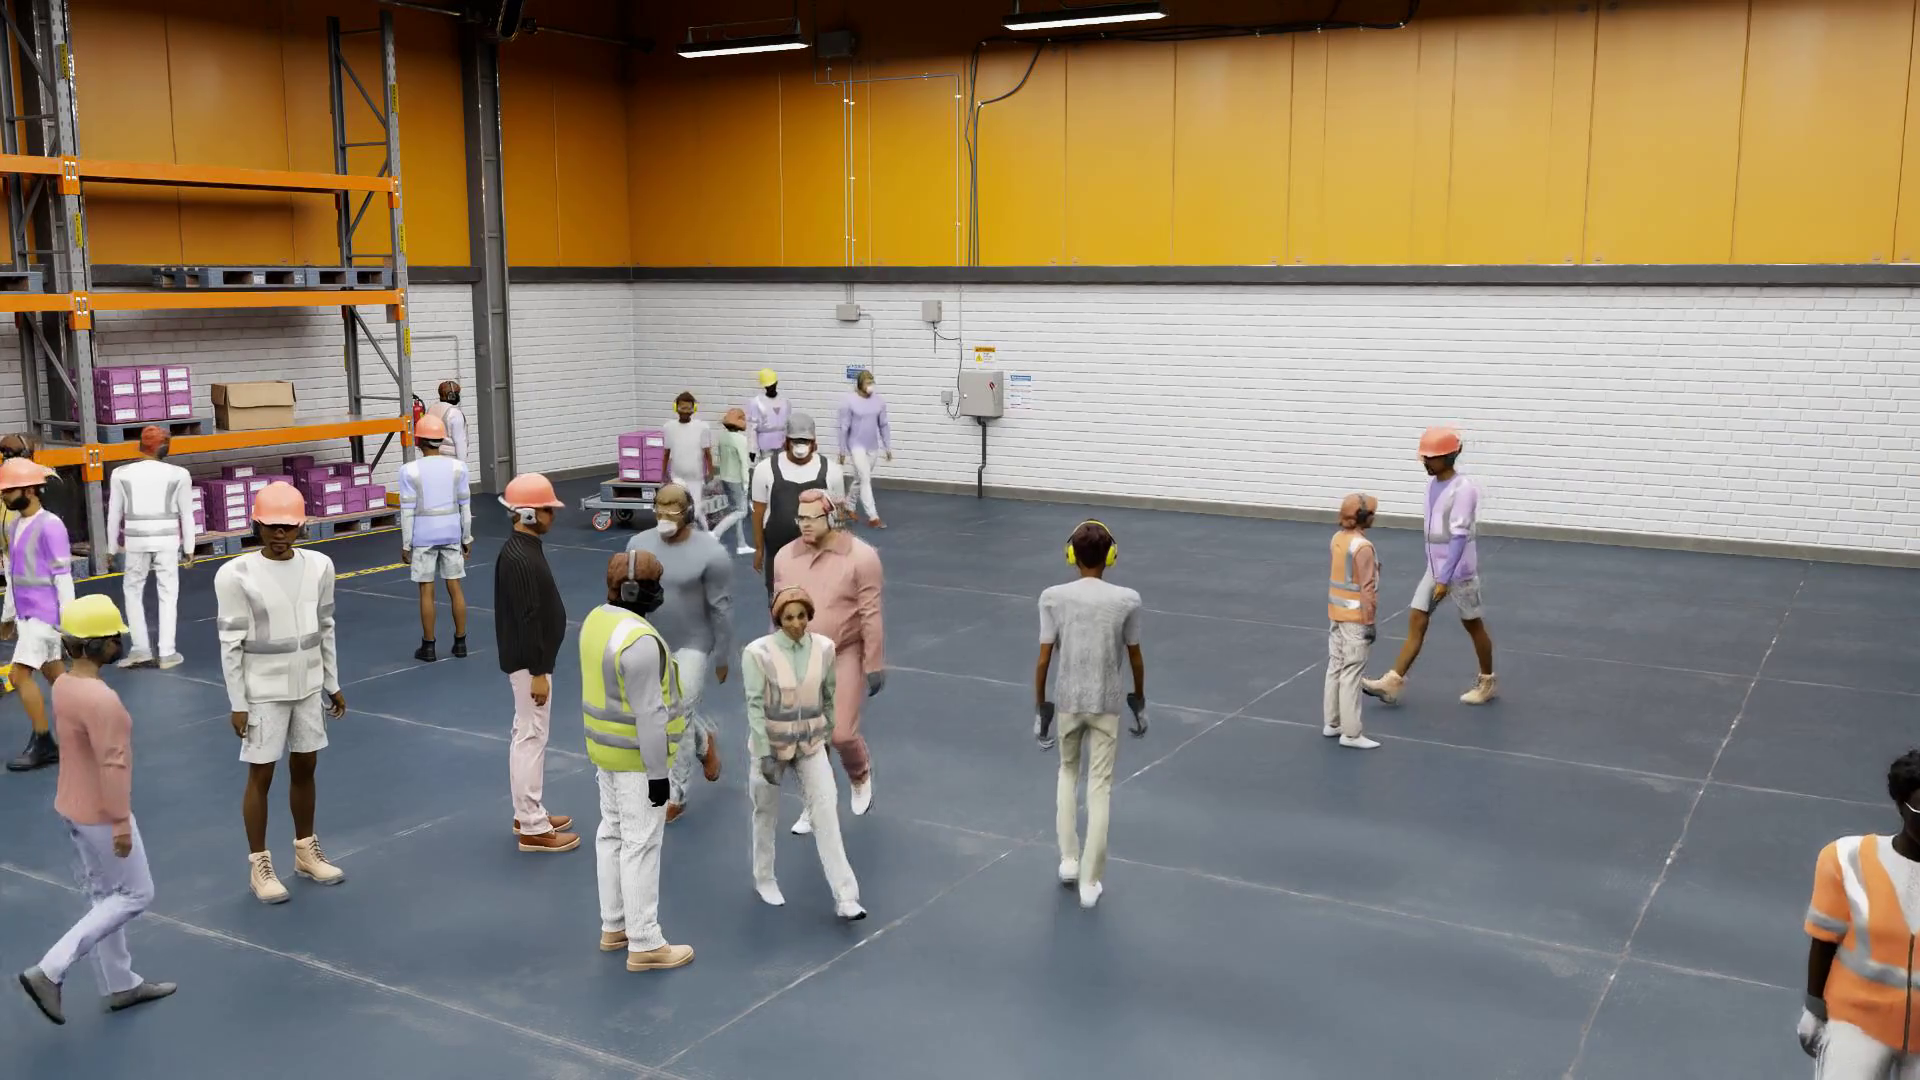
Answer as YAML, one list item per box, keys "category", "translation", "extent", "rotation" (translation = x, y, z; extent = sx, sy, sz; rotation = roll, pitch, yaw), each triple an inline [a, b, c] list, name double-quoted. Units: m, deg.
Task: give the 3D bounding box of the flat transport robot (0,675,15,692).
- category: "flat transport robot"
  translation: [-7.121, 1.065, 11.478]
  extent: [0.652, 0.197, 1.431]
  rotation: [-1, 9, -4]

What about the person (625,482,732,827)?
- category: "person"
  translation: [-1.533, 0.596, 9.334]
  extent: [0.654, 1.910, 0.794]
  rotation: [4, 10, 23]

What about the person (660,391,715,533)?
- category: "person"
  translation: [-2.851, -0.659, 17.420]
  extent: [0.577, 1.833, 0.807]
  rotation: [0, 9, -2]

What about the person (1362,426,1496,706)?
- category: "person"
  translation: [3.333, 0.202, 11.548]
  extent: [1.076, 1.971, 0.640]
  rotation: [-2, 9, -15]

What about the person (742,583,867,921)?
- category: "person"
  translation: [-0.753, 1.004, 7.759]
  extent: [0.500, 1.595, 0.843]
  rotation: [-5, 10, -29]

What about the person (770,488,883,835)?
- category: "person"
  translation: [-0.735, 0.653, 9.011]
  extent: [0.671, 1.889, 0.465]
  rotation: [4, 10, 22]

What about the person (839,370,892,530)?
- category: "person"
  translation: [-1.173, -1.103, 20.012]
  extent: [0.652, 1.892, 1.043]
  rotation: [-7, 12, -38]

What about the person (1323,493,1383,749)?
- category: "person"
  translation: [2.521, 0.512, 10.681]
  extent: [0.310, 1.636, 0.522]
  rotation: [-2, 9, -11]

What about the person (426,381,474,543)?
- category: "person"
  translation: [-5.741, -0.874, 18.744]
  extent: [0.619, 1.836, 0.431]
  rotation: [7, 12, 39]

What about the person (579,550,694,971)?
- category: "person"
  translation: [-1.419, 0.952, 7.303]
  extent: [0.429, 1.840, 0.634]
  rotation: [-6, 11, -33]

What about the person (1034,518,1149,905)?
- category: "person"
  translation: [0.651, 0.819, 8.117]
  extent: [0.526, 1.849, 0.623]
  rotation: [2, 9, 12]

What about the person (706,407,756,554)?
- category: "person"
  translation: [-2.466, -0.618, 17.802]
  extent: [0.635, 1.608, 0.518]
  rotation: [-8, 12, -40]

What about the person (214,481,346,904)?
- category: "person"
  translation: [-3.276, 0.725, 8.106]
  extent: [0.395, 2.039, 0.607]
  rotation: [7, 11, 37]

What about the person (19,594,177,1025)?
- category: "person"
  translation: [-3.504, 1.091, 6.682]
  extent: [0.541, 1.750, 0.529]
  rotation: [9, 13, 43]

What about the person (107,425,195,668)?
- category: "person"
  translation: [-6.211, 0.057, 12.787]
  extent: [0.626, 1.869, 0.433]
  rotation: [-3, 10, -18]

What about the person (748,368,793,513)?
- category: "person"
  translation: [-2.348, -1.180, 20.458]
  extent: [0.613, 1.892, 0.680]
  rotation: [-7, 12, -39]

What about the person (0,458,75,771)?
- category: "person"
  translation: [-5.711, 0.454, 10.164]
  extent: [0.560, 1.911, 0.657]
  rotation: [9, 13, 43]

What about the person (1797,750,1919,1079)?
- category: "person"
  translation: [2.740, 1.421, 4.830]
  extent: [0.545, 1.683, 0.367]
  rotation: [4, 10, 23]

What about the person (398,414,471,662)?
- category: "person"
  translation: [-4.115, -0.016, 13.043]
  extent: [0.551, 1.936, 0.356]
  rotation: [-6, 11, -33]

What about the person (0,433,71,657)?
- category: "person"
  translation: [-7.100, 0.084, 12.769]
  extent: [0.642, 1.822, 0.538]
  rotation: [4, 10, 24]

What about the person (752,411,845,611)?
- category: "person"
  translation: [-1.190, 0.037, 12.393]
  extent: [0.705, 2.000, 0.538]
  rotation: [-1, 9, -9]

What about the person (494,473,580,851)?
- category: "person"
  translation: [-2.252, 0.638, 8.784]
  extent: [0.376, 1.995, 0.611]
  rotation: [-3, 10, -18]
